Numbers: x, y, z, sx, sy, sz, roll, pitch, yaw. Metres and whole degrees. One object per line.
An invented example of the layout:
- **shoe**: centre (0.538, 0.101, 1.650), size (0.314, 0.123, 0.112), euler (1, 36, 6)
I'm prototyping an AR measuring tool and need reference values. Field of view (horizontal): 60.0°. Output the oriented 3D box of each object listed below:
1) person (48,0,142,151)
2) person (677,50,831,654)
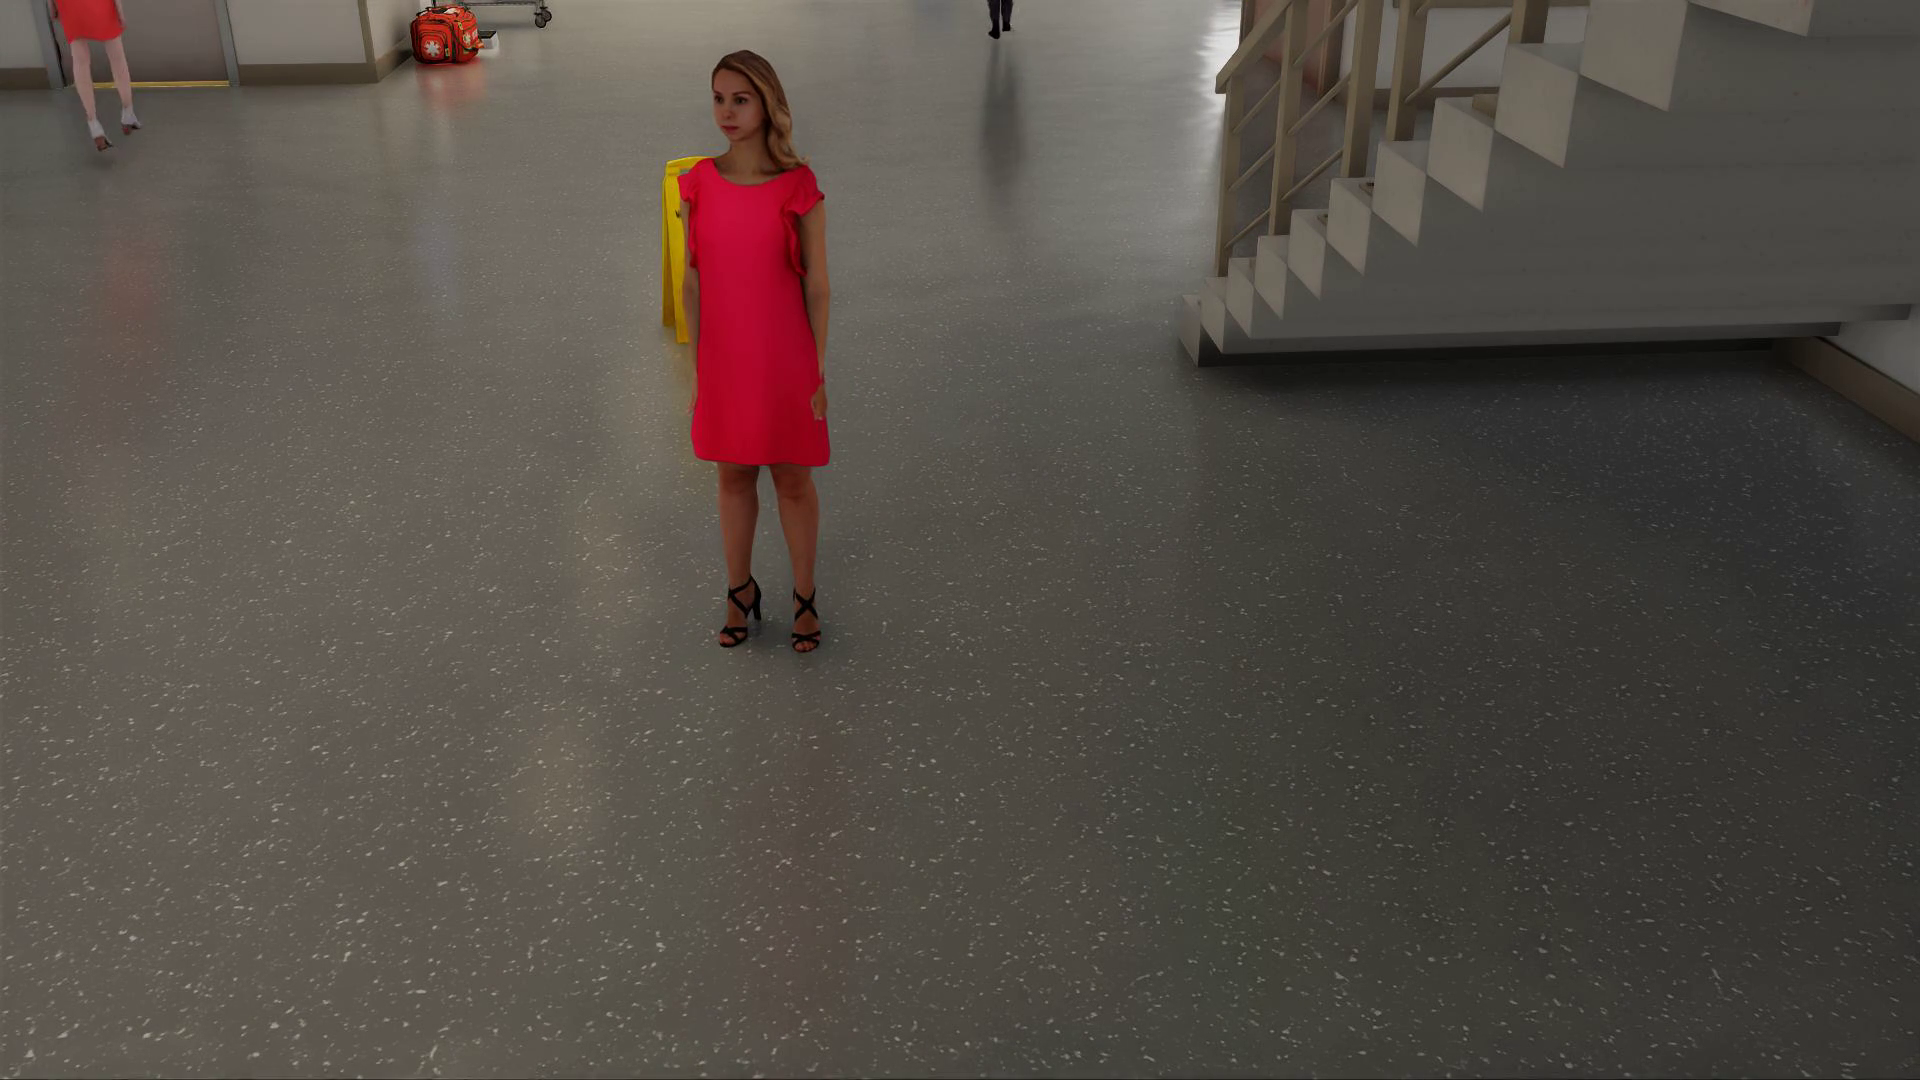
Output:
- **person**: centre (-5.508, -3.321, 10.438), size (0.739, 1.780, 1.143), euler (-6, 26, -12)
- **person**: centre (-0.552, -0.487, 4.621), size (0.628, 1.728, 0.624), euler (5, 26, 10)
